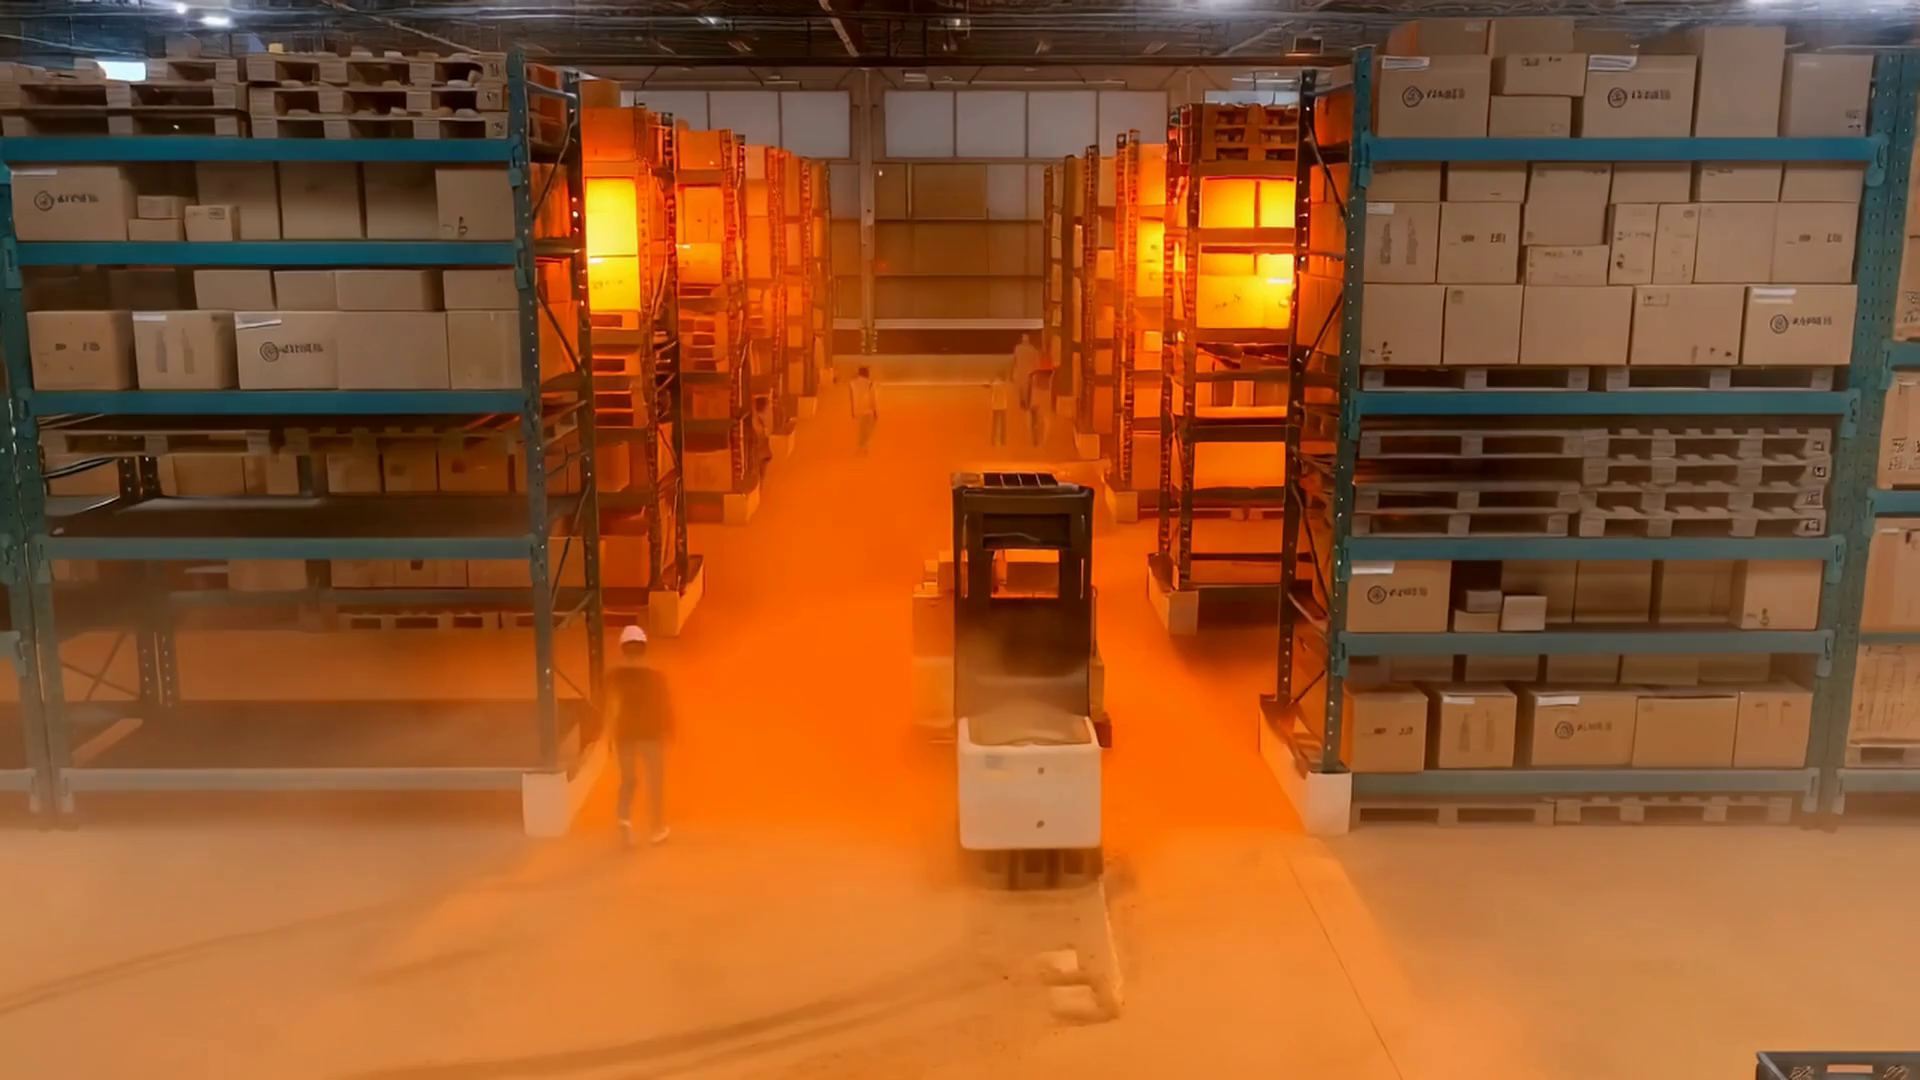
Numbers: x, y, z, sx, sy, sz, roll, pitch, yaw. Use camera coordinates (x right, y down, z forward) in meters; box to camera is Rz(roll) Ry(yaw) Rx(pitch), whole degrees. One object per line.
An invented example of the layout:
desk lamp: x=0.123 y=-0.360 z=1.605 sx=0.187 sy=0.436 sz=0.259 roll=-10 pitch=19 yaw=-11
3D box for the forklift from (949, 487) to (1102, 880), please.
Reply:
forklift: x=0.495 y=0.986 z=12.813 sx=1.129 sy=2.768 sz=1.873 roll=0 pitch=11 yaw=-2

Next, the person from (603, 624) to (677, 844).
person: x=-2.498 y=1.532 z=12.935 sx=0.551 sy=1.745 sz=0.507 roll=1 pitch=11 yaw=6

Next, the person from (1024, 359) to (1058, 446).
person: x=1.692 y=-2.850 z=34.558 sx=0.692 sy=1.793 sz=0.780 roll=2 pitch=12 yaw=8

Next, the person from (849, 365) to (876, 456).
person: x=-1.923 y=-2.561 z=33.008 sx=0.627 sy=1.831 sz=0.494 roll=7 pitch=13 yaw=30

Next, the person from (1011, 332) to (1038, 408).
person: x=1.579 y=-4.182 z=40.983 sx=0.652 sy=1.868 sz=0.968 roll=0 pitch=11 yaw=-1

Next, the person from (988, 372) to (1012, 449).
person: x=0.814 y=-2.668 z=34.146 sx=0.575 sy=1.573 sz=0.819 roll=5 pitch=12 yaw=24

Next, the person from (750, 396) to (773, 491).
person: x=-3.538 y=-1.695 z=29.081 sx=0.591 sy=1.682 sz=0.590 roll=3 pitch=12 yaw=12
